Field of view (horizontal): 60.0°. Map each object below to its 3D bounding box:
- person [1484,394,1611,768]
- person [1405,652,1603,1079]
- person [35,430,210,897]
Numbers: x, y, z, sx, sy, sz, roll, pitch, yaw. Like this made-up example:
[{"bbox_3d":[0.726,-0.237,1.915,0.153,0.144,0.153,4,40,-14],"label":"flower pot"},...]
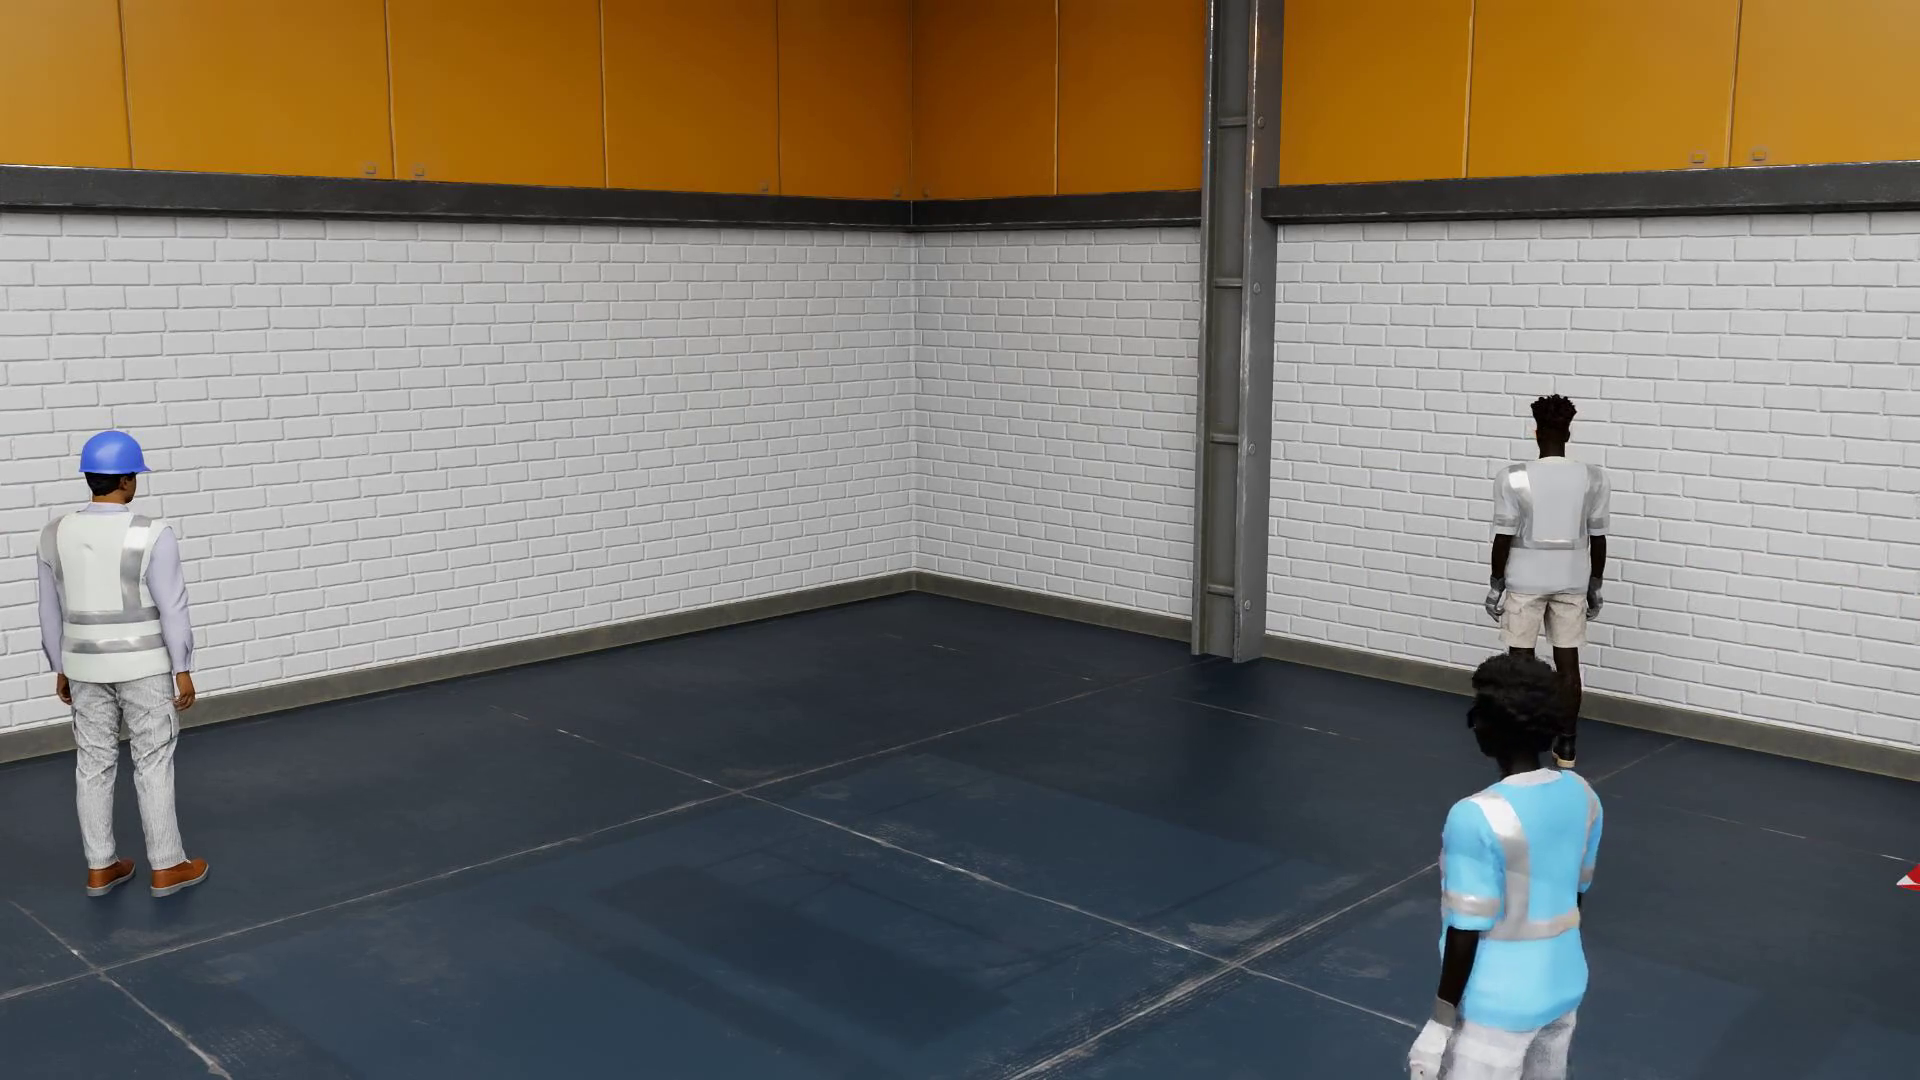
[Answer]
[{"bbox_3d":[3.058,0.221,8.686,0.613,1.964,0.361,0,9,2],"label":"person"},{"bbox_3d":[1.344,1.120,4.053,0.592,1.699,0.435,-7,12,-38],"label":"person"},{"bbox_3d":[-3.481,0.518,6.921,0.616,1.945,0.404,1,9,4],"label":"person"}]
